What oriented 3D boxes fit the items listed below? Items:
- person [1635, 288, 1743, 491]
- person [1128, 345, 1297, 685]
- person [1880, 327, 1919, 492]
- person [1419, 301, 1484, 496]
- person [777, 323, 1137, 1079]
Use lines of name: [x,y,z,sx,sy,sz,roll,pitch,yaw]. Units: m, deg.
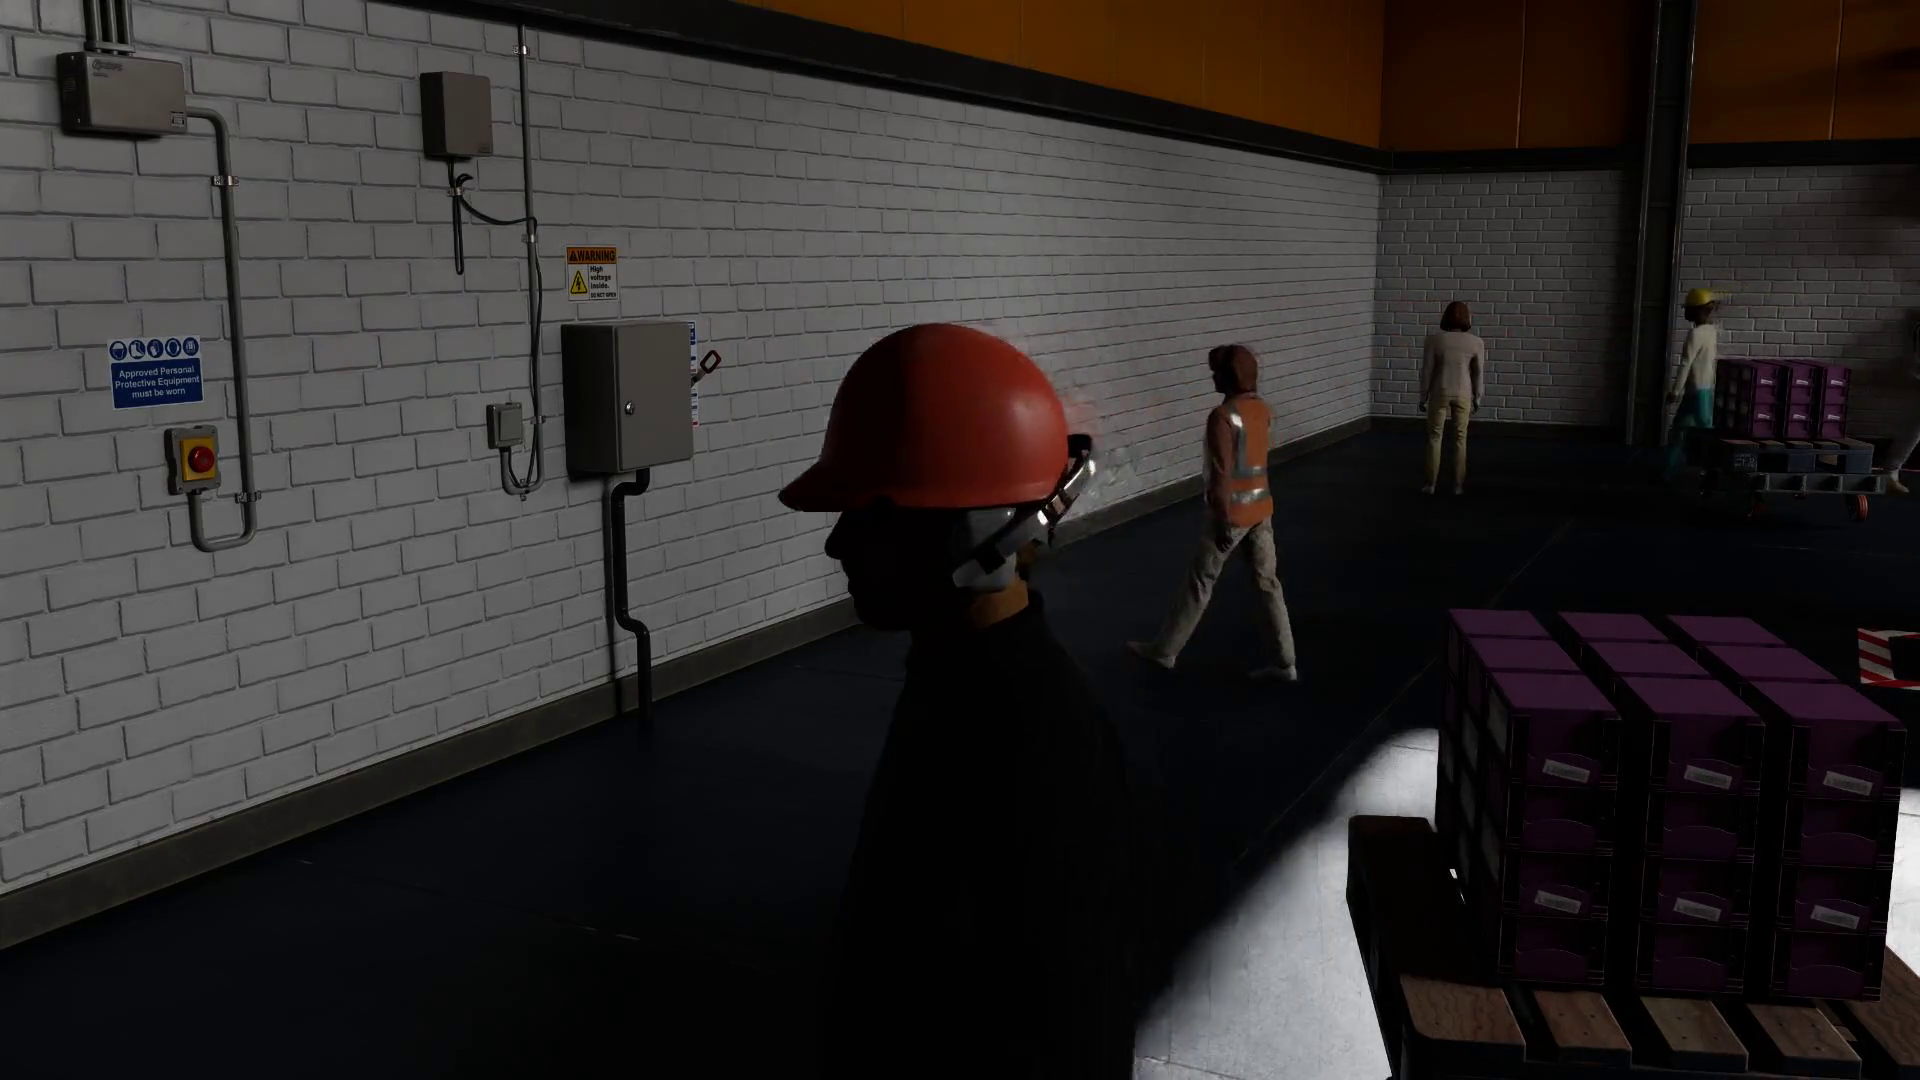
person: [6.345,-1.294,14.291,0.895,1.725,0.533,7,12,35]
person: [1.244,-0.121,7.873,0.833,1.592,0.530,8,13,39]
person: [8.156,-1.252,13.889,0.647,1.792,0.864,-6,12,-32]
person: [4.097,-1.175,13.888,0.510,1.623,0.295,1,10,8]
person: [0.054,0.729,1.906,0.995,1.958,0.608,0,10,-2]
